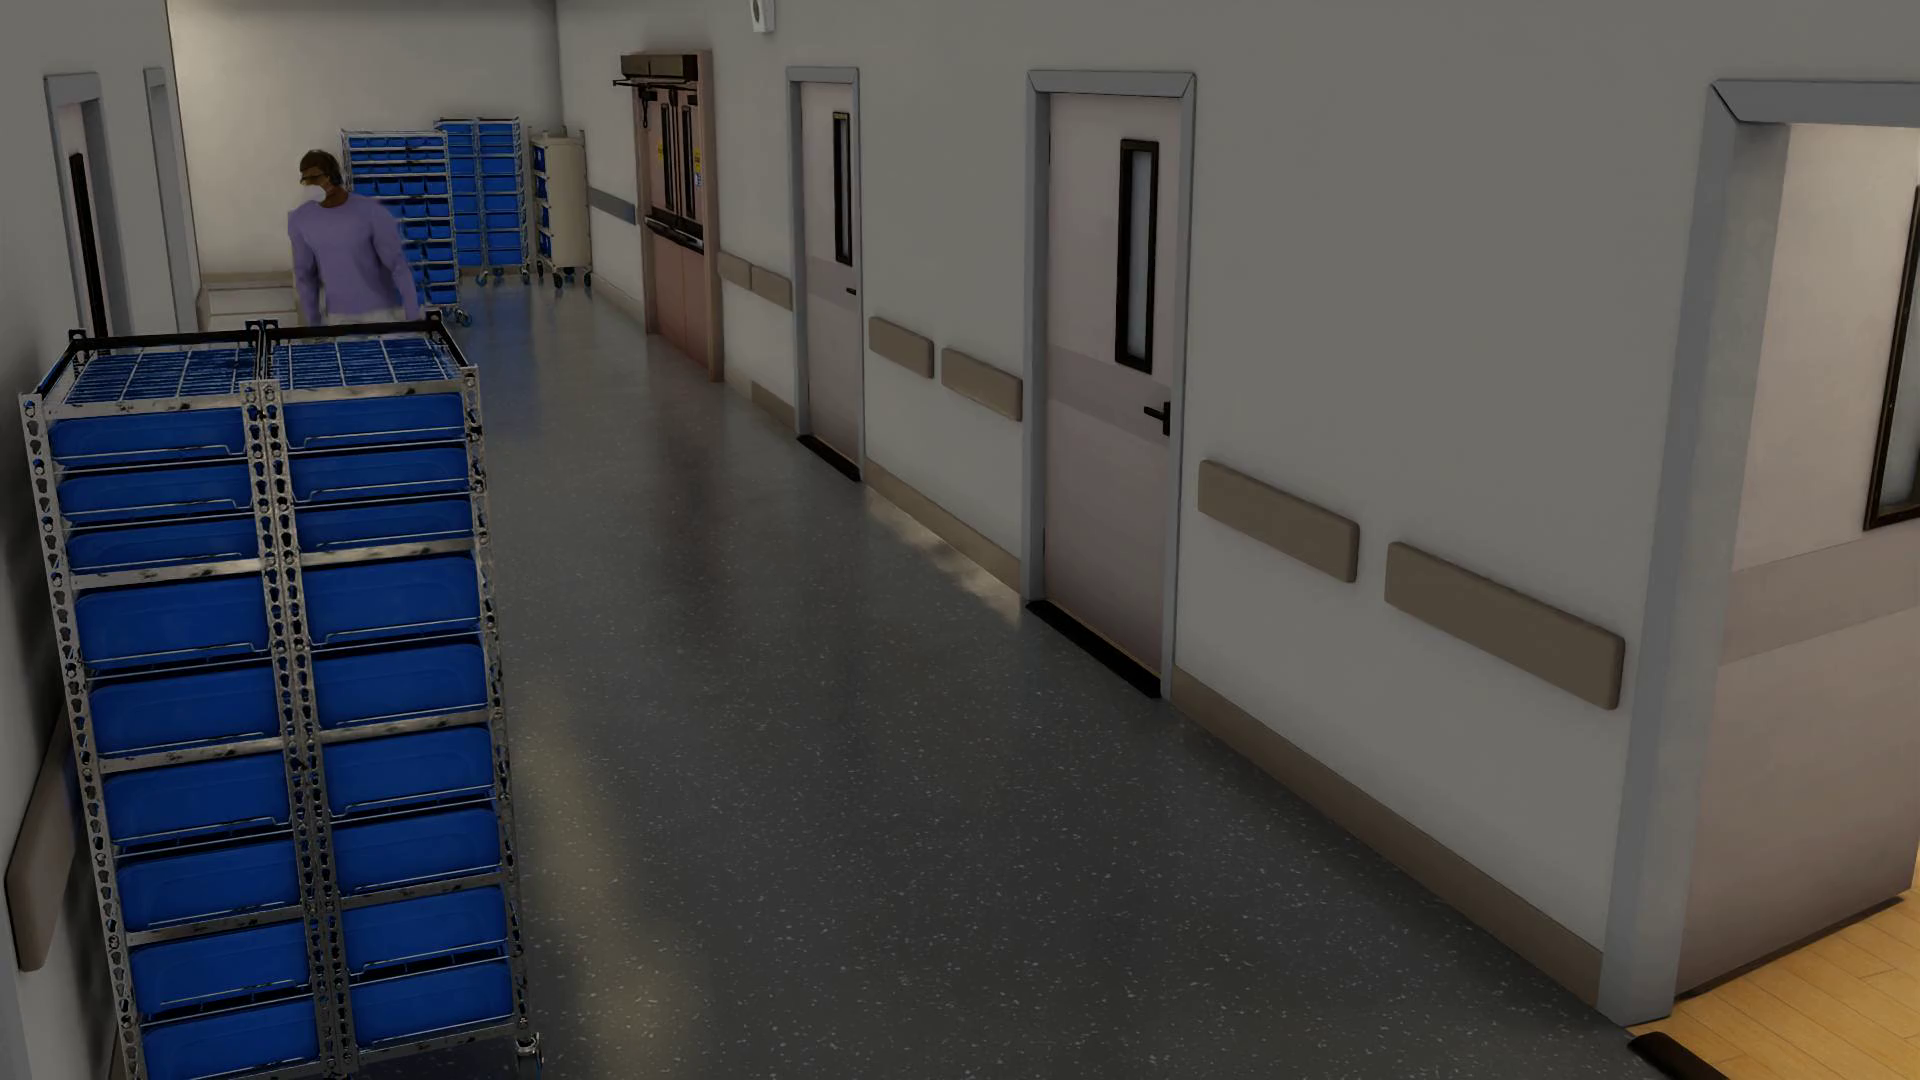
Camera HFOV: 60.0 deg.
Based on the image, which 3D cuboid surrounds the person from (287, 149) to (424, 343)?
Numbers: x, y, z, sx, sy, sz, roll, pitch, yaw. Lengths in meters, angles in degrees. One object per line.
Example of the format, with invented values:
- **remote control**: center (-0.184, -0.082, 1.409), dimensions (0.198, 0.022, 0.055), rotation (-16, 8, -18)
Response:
- **person**: center (-3.473, -1.334, 9.744), dimensions (0.680, 1.892, 0.726), rotation (3, 16, 10)
